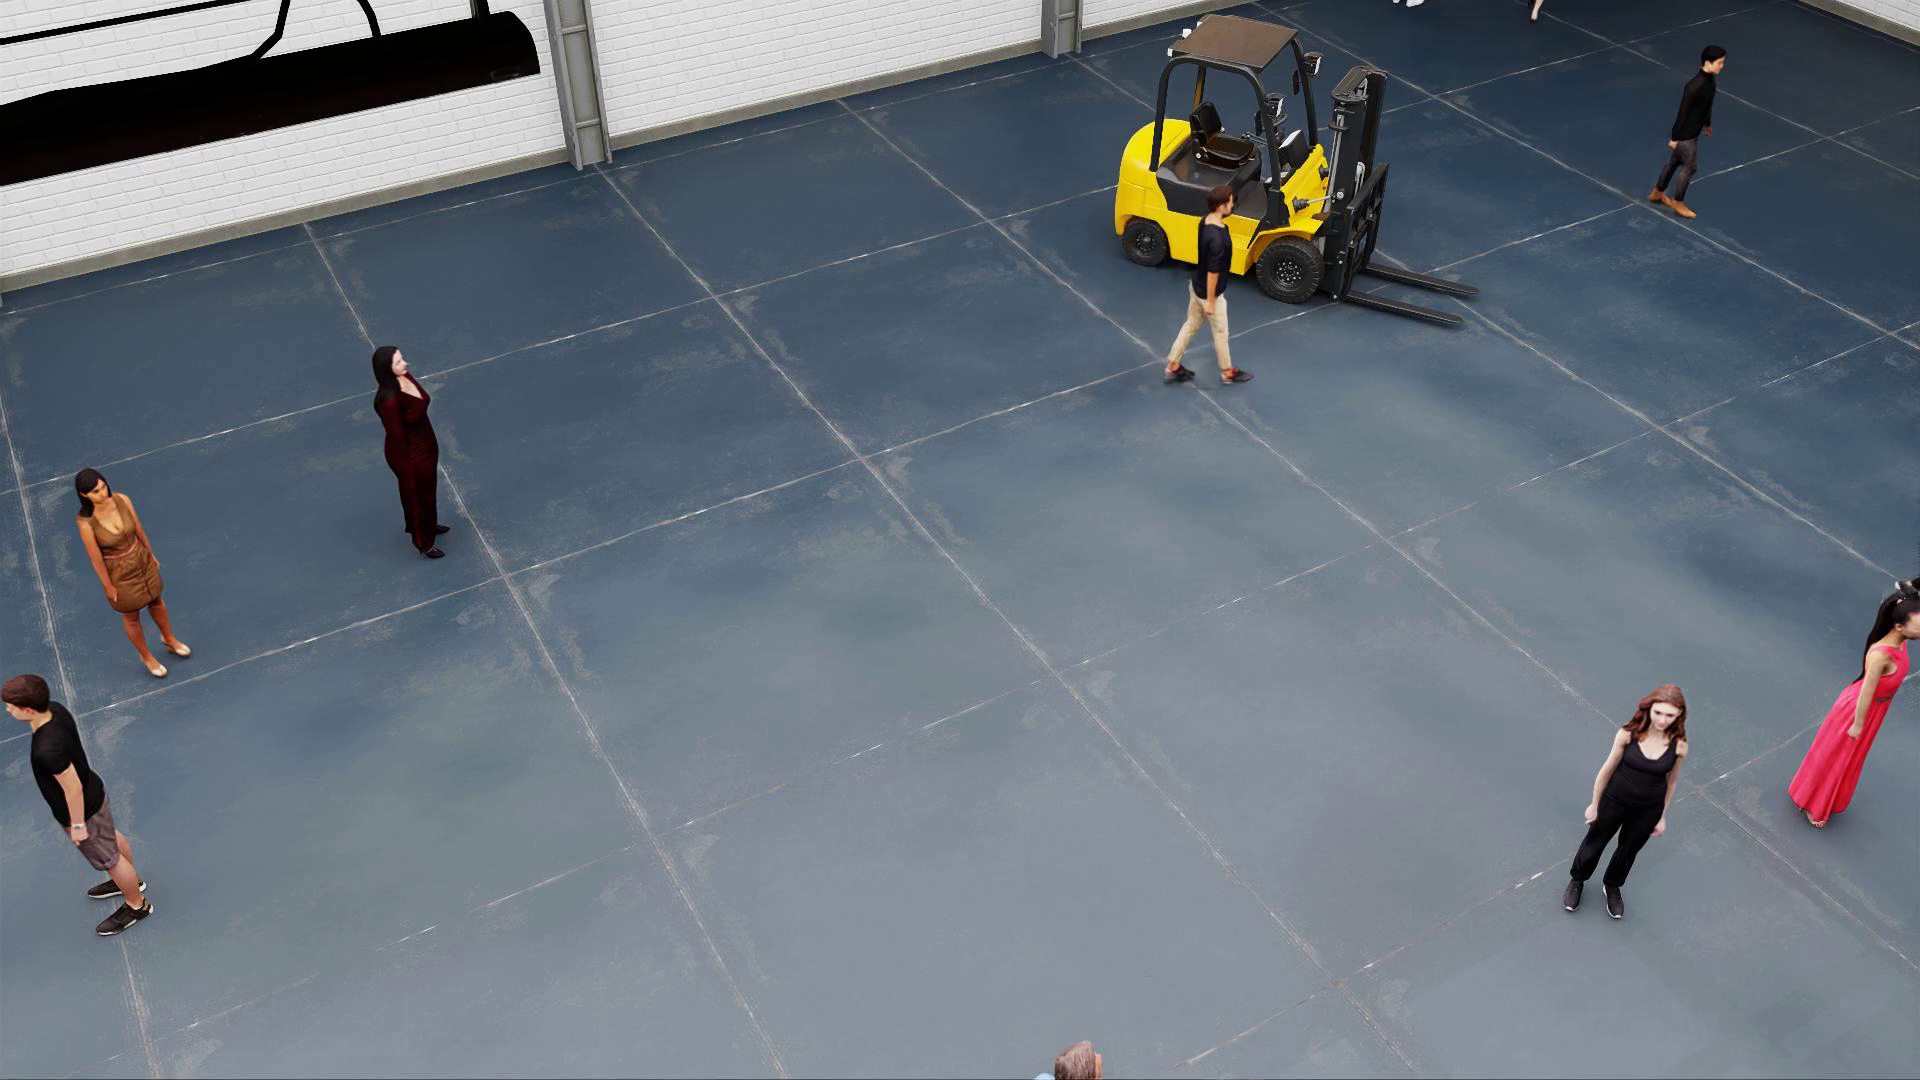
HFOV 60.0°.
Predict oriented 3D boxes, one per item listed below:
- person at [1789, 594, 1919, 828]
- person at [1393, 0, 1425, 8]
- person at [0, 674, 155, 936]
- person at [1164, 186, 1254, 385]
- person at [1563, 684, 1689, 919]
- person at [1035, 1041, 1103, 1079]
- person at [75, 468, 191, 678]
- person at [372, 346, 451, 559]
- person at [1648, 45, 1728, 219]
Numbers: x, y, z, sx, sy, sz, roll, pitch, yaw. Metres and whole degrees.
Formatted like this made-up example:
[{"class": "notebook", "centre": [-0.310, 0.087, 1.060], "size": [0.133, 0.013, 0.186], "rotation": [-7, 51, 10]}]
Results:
[{"class": "person", "centre": [5.465, 1.037, 10.089], "size": [0.739, 1.721, 0.604], "rotation": [30, 48, 32]}, {"class": "person", "centre": [5.721, -7.628, 20.897], "size": [0.581, 1.774, 0.628], "rotation": [-28, 47, -31]}, {"class": "person", "centre": [-4.996, 1.472, 9.433], "size": [0.557, 1.861, 0.682], "rotation": [-19, 42, -22]}, {"class": "person", "centre": [2.005, -2.094, 13.927], "size": [1.103, 1.824, 0.903], "rotation": [-5, 39, -6]}, {"class": "person", "centre": [3.835, 1.481, 9.512], "size": [0.659, 1.747, 0.726], "rotation": [8, 39, 10]}, {"class": "person", "centre": [0.512, 2.906, 7.670], "size": [0.717, 1.820, 0.681], "rotation": [30, 47, 32]}, {"class": "person", "centre": [-5.592, 0.202, 11.160], "size": [0.697, 1.689, 0.608], "rotation": [16, 41, 19]}, {"class": "person", "centre": [-4.034, -0.662, 12.188], "size": [0.745, 1.757, 0.751], "rotation": [-3, 39, -4]}, {"class": "person", "centre": [7.184, -4.107, 16.540], "size": [0.868, 1.708, 0.827], "rotation": [24, 45, 27]}]
